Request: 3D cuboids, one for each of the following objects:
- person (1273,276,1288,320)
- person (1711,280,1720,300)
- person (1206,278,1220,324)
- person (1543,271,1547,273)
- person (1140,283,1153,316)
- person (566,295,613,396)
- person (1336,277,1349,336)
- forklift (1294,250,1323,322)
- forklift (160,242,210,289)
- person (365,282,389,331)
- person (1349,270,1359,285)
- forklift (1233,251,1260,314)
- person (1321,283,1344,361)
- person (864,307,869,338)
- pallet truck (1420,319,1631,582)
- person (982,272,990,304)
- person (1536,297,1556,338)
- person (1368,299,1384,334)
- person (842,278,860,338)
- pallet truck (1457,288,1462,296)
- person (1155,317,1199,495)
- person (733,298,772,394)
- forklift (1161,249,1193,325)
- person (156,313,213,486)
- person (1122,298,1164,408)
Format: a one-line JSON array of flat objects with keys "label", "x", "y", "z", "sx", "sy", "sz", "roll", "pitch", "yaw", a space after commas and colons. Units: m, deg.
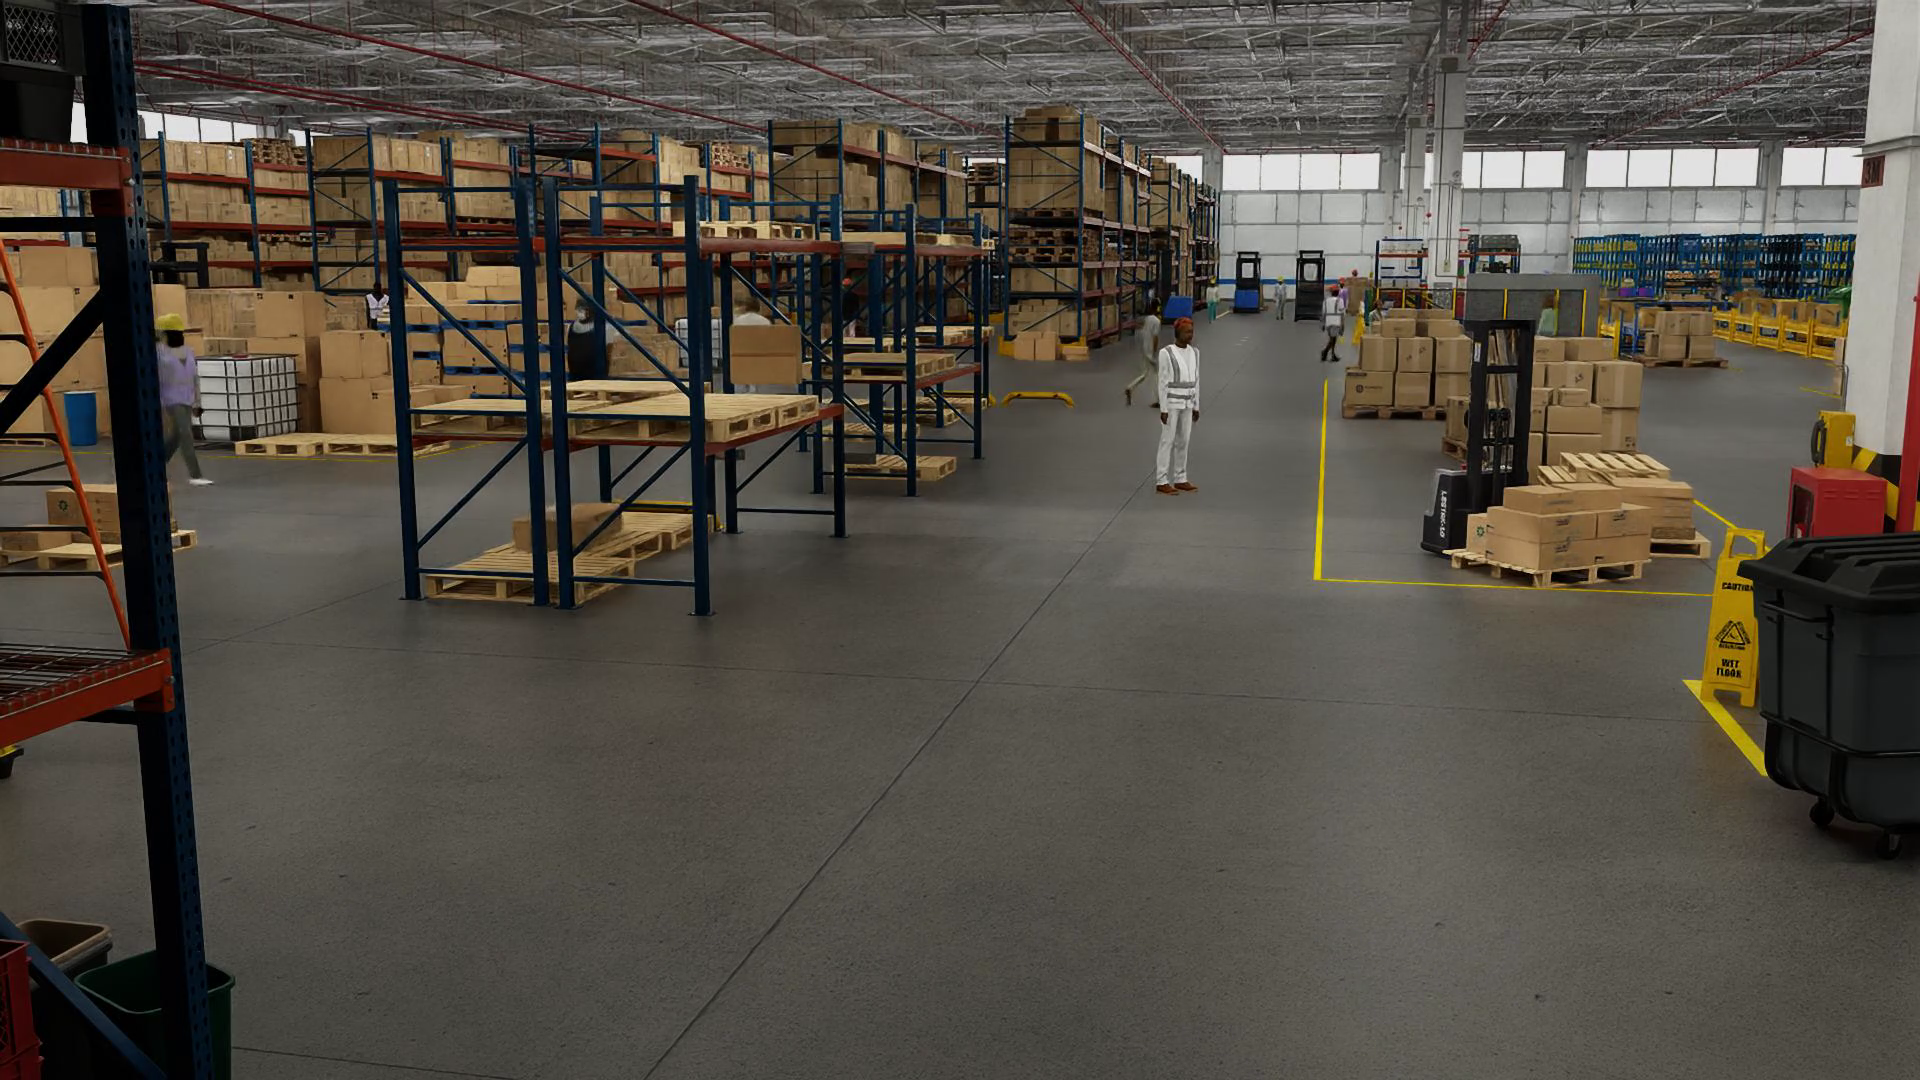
[{"label": "person", "x": 13.122, "y": -9.906, "z": 68.079, "sx": 0.594, "sy": 1.801, "sz": 0.866, "roll": 1, "pitch": 10, "yaw": 9}, {"label": "person", "x": 29.946, "y": -9.505, "z": 65.808, "sx": 0.530, "sy": 1.750, "sz": 0.537, "roll": 0, "pitch": 10, "yaw": 2}, {"label": "person", "x": 9.688, "y": -9.156, "z": 63.751, "sx": 0.523, "sy": 1.755, "sz": 0.568, "roll": 2, "pitch": 10, "yaw": 11}, {"label": "person", "x": 27.971, "y": -11.917, "z": 79.653, "sx": 0.677, "sy": 1.906, "sz": 0.881, "roll": -4, "pitch": 11, "yaw": -24}, {"label": "person", "x": 6.591, "y": -8.329, "z": 59.141, "sx": 0.862, "sy": 1.645, "sz": 0.551, "roll": 5, "pitch": 11, "yaw": 28}, {"label": "person", "x": -5.088, "y": -2.405, "z": 22.931, "sx": 0.688, "sy": 2.000, "sz": 0.929, "roll": 3, "pitch": 10, "yaw": 15}, {"label": "person", "x": 12.348, "y": -7.590, "z": 54.037, "sx": 0.551, "sy": 1.911, "sz": 0.826, "roll": 3, "pitch": 10, "yaw": 15}, {"label": "forklift", "x": 13.778, "y": -10.002, "z": 65.433, "sx": 1.129, "sy": 2.768, "sz": 1.873, "roll": 2, "pitch": 10, "yaw": 12}, {"label": "forklift", "x": -16.063, "y": -4.810, "z": 34.690, "sx": 1.129, "sy": 2.768, "sz": 1.873, "roll": 2, "pitch": 10, "yaw": 12}, {"label": "person", "x": -14.605, "y": -5.521, "z": 41.780, "sx": 0.587, "sy": 1.911, "sz": 0.397, "roll": -5, "pitch": 11, "yaw": -27}, {"label": "person", "x": 18.714, "y": -11.828, "z": 78.973, "sx": 0.634, "sy": 1.966, "sz": 0.679, "roll": -5, "pitch": 11, "yaw": -26}, {"label": "forklift", "x": 12.970, "y": -11.627, "z": 75.059, "sx": 1.129, "sy": 2.768, "sz": 1.873, "roll": 2, "pitch": 10, "yaw": 12}, {"label": "person", "x": 8.940, "y": -5.226, "z": 40.060, "sx": 0.817, "sy": 1.913, "sz": 0.546, "roll": -9, "pitch": 13, "yaw": -43}, {"label": "person", "x": -2.155, "y": -5.505, "z": 42.402, "sx": 0.544, "sy": 1.668, "sz": 0.690, "roll": 8, "pitch": 12, "yaw": 39}, {"label": "pallet truck", "x": 4.543, "y": -0.757, "z": 13.299, "sx": 0.823, "sy": 1.965, "sz": 1.885, "roll": -4, "pitch": 10, "yaw": -22}, {"label": "person", "x": 1.464, "y": -13.396, "z": 88.426, "sx": 0.575, "sy": 1.896, "sz": 0.934, "roll": 2, "pitch": 10, "yaw": 12}, {"label": "person", "x": 13.711, "y": -4.847, "z": 38.690, "sx": 0.502, "sy": 1.596, "sz": 0.822, "roll": -9, "pitch": 13, "yaw": -43}, {"label": "person", "x": 8.779, "y": -4.260, "z": 35.091, "sx": 0.307, "sy": 1.643, "sz": 0.514, "roll": 9, "pitch": 13, "yaw": 43}, {"label": "person", "x": -2.827, "y": -5.534, "z": 41.596, "sx": 0.623, "sy": 1.992, "sz": 0.391, "roll": -3, "pitch": 10, "yaw": -16}, {"label": "pallet truck", "x": 20.506, "y": -9.785, "z": 68.819, "sx": 0.653, "sy": 1.274, "sz": 1.630, "roll": 2, "pitch": 10, "yaw": 12}, {"label": "person", "x": 2.304, "y": -1.408, "z": 17.531, "sx": 0.572, "sy": 1.877, "sz": 0.352, "roll": -8, "pitch": 13, "yaw": -40}, {"label": "person", "x": -3.192, "y": -2.784, "z": 25.677, "sx": 0.659, "sy": 1.877, "sz": 1.033, "roll": 2, "pitch": 10, "yaw": 10}, {"label": "forklift", "x": 7.646, "y": -9.320, "z": 61.395, "sx": 1.873, "sy": 2.768, "sz": 1.129, "roll": 2, "pitch": 10, "yaw": 11}, {"label": "person", "x": -8.640, "y": -1.545, "z": 18.272, "sx": 0.892, "sy": 1.894, "sz": 0.594, "roll": 3, "pitch": 10, "yaw": 18}, {"label": "person", "x": 3.088, "y": -3.105, "z": 27.672, "sx": 0.722, "sy": 1.844, "sz": 0.530, "roll": -4, "pitch": 10, "yaw": -24}]
